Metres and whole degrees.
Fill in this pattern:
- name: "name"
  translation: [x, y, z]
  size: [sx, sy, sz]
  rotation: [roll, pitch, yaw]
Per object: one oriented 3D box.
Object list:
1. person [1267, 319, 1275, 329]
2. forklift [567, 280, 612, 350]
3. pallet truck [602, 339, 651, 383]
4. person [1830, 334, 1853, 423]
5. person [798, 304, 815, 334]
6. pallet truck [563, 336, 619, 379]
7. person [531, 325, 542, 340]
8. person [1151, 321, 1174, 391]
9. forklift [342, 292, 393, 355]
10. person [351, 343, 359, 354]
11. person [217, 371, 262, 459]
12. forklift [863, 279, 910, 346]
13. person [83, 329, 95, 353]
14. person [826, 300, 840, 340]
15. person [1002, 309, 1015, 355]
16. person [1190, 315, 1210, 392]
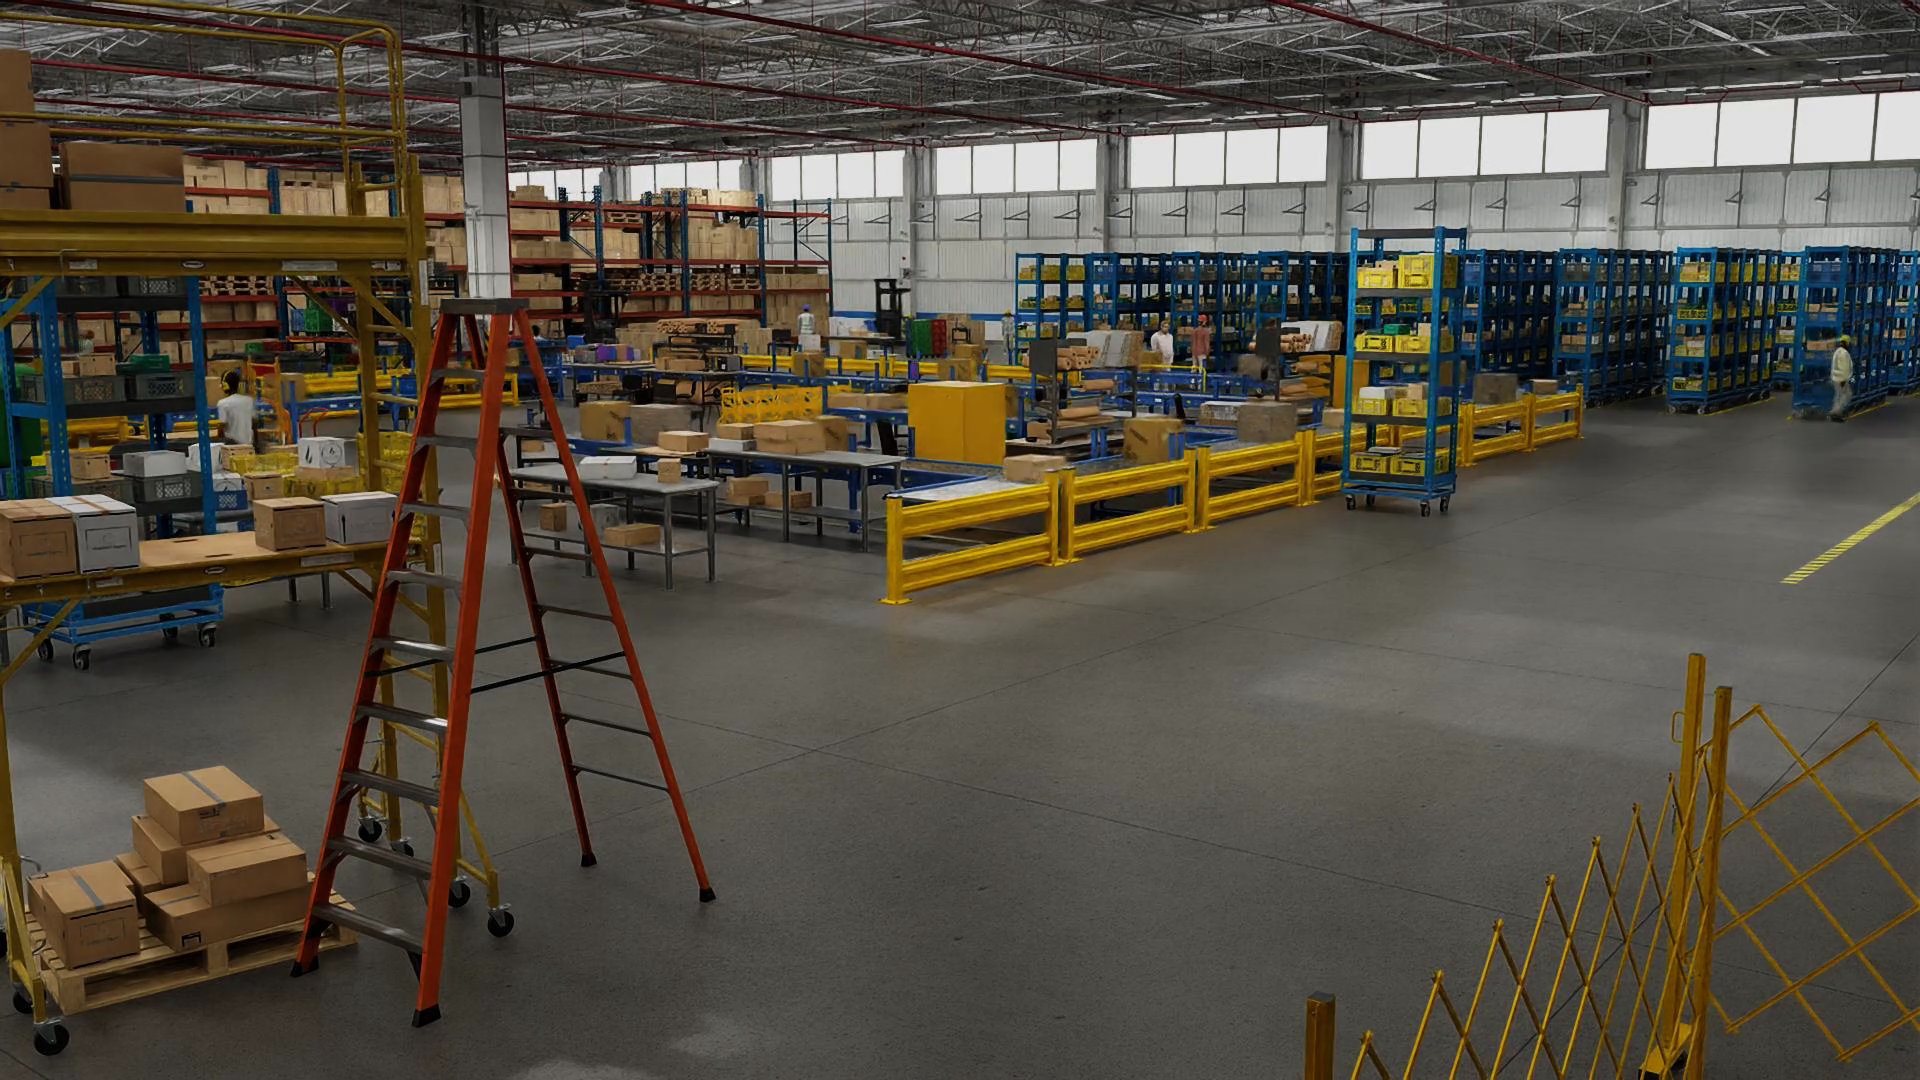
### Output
- name: "person"
  translation: [8.432, -5.073, 44.988]
  size: [0.841, 1.811, 0.603]
  rotation: [-9, 12, -43]
- name: "forklift"
  translation: [-11.334, -6.728, 52.025]
  size: [1.873, 2.768, 1.129]
  rotation: [7, 11, 37]
- name: "pallet truck"
  translation: [-8.991, -4.871, 45.351]
  size: [0.653, 1.274, 1.630]
  rotation: [7, 11, 37]
- name: "person"
  translation: [17.911, -3.267, 33.773]
  size: [0.425, 1.801, 0.620]
  rotation: [3, 9, 16]
- name: "person"
  translation: [-5.465, -7.474, 59.637]
  size: [0.638, 1.922, 0.786]
  rotation: [1, 9, 9]
- name: "pallet truck"
  translation: [-10.690, -5.294, 48.215]
  size: [1.601, 1.201, 0.680]
  rotation: [-5, 10, -26]
- name: "person"
  translation: [-11.144, -4.858, 44.087]
  size: [0.445, 1.683, 0.549]
  rotation: [-5, 11, -30]
- name: "person"
  translation: [4.883, -4.306, 39.935]
  size: [0.643, 1.908, 0.411]
  rotation: [-6, 11, -33]
- name: "forklift"
  translation: [-16.485, -5.622, 45.120]
  size: [1.129, 2.768, 1.873]
  rotation: [7, 11, 37]
- name: "person"
  translation: [-15.757, -4.874, 43.820]
  size: [0.603, 1.804, 0.838]
  rotation: [6, 11, 33]
- name: "person"
  translation: [-8.845, -1.124, 20.220]
  size: [0.688, 1.849, 0.529]
  rotation: [4, 10, 24]
- name: "forklift"
  translation: [-3.118, -9.488, 69.250]
  size: [1.129, 2.768, 1.873]
  rotation: [-7, 12, -39]
- name: "person"
  translation: [-22.558, -4.639, 42.949]
  size: [0.728, 1.604, 0.493]
  rotation: [-4, 10, -23]
- name: "person"
  translation: [-5.506, -9.211, 70.512]
  size: [0.721, 1.919, 0.562]
  rotation: [5, 10, 27]
- name: "person"
  translation: [1.791, -7.735, 61.885]
  size: [0.480, 1.732, 0.352]
  rotation: [0, 9, -1]
- name: "person"
  translation: [6.158, -4.763, 42.559]
  size: [0.419, 1.985, 0.613]
  rotation: [-7, 11, -35]
